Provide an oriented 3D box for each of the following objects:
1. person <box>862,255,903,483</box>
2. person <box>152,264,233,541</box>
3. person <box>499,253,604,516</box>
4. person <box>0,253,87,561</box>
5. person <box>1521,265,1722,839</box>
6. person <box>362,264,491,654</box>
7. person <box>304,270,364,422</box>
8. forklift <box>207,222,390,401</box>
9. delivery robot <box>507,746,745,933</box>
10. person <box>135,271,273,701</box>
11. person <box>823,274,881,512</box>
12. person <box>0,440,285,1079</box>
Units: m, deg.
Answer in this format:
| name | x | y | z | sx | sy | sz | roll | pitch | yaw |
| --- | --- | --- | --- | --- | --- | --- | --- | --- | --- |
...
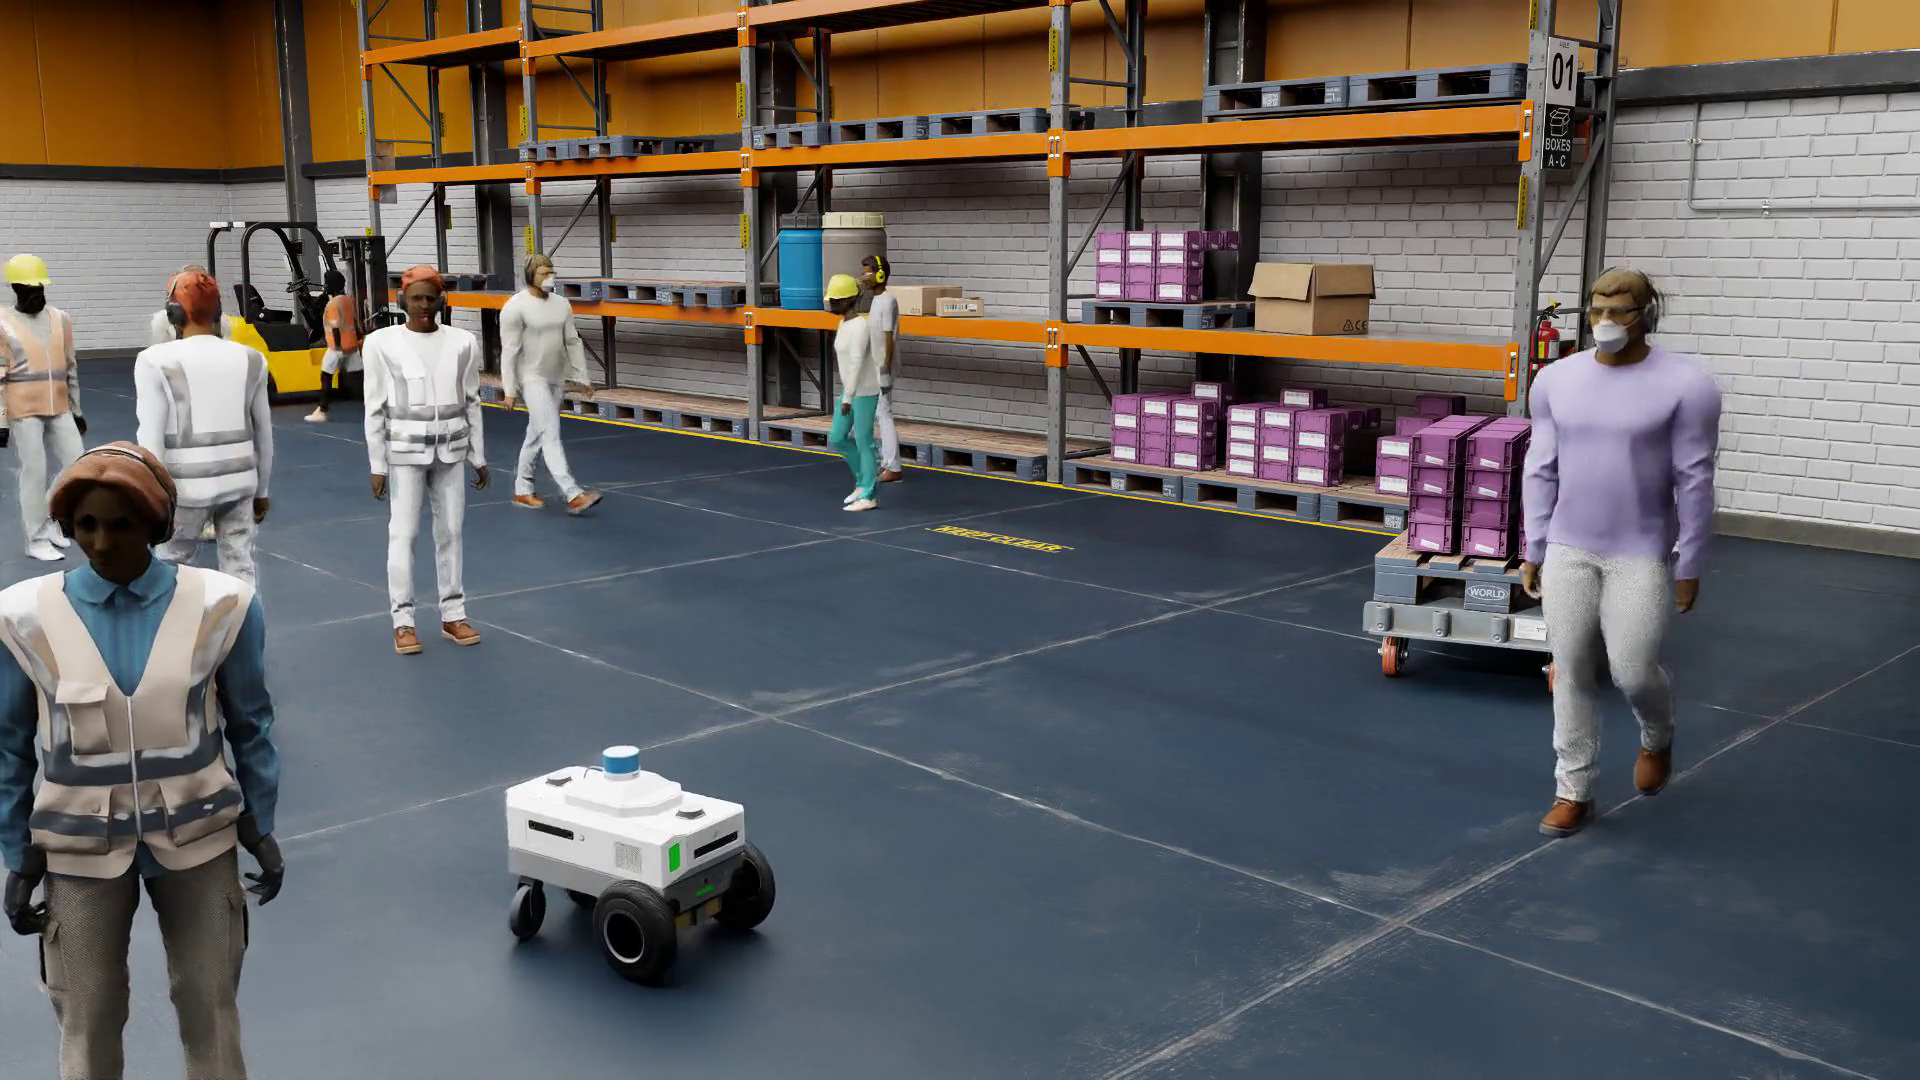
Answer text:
| name | x | y | z | sx | sy | sz | roll | pitch | yaw |
| --- | --- | --- | --- | --- | --- | --- | --- | --- | --- |
| person | -0.645 | -1.396 | 13.671 | 0.321 | 1.858 | 0.512 | -2 | 11 | -11 |
| person | -4.991 | -0.903 | 11.046 | 0.663 | 1.824 | 0.530 | 9 | 14 | 40 |
| person | -2.958 | -1.124 | 12.089 | 1.003 | 1.888 | 0.636 | 5 | 12 | 27 |
| person | -5.713 | -0.812 | 10.326 | 0.420 | 1.908 | 0.616 | 5 | 11 | 24 |
| person | 2.236 | 0.037 | 5.655 | 0.626 | 1.927 | 0.592 | 9 | 14 | 42 |
| person | -2.595 | -0.395 | 8.135 | 0.598 | 1.883 | 0.364 | -8 | 13 | -37 |
| person | -6.679 | -2.104 | 18.065 | 0.873 | 1.656 | 0.532 | 1 | 10 | 6 |
| forklift | -8.169 | -2.758 | 20.163 | 2.313 | 2.155 | 1.214 | -10 | 14 | -44 |
| delivery robot | -0.967 | 0.836 | 4.784 | 0.707 | 0.478 | 0.477 | 7 | 12 | 33 |
| person | -3.239 | -0.207 | 7.135 | 0.458 | 1.869 | 0.614 | 9 | 13 | 39 |
| person | -0.785 | -1.059 | 12.129 | 0.434 | 1.743 | 0.534 | -5 | 11 | -24 |
| person | -1.602 | 0.619 | 3.268 | 0.514 | 1.639 | 0.314 | -5 | 12 | -26 |
